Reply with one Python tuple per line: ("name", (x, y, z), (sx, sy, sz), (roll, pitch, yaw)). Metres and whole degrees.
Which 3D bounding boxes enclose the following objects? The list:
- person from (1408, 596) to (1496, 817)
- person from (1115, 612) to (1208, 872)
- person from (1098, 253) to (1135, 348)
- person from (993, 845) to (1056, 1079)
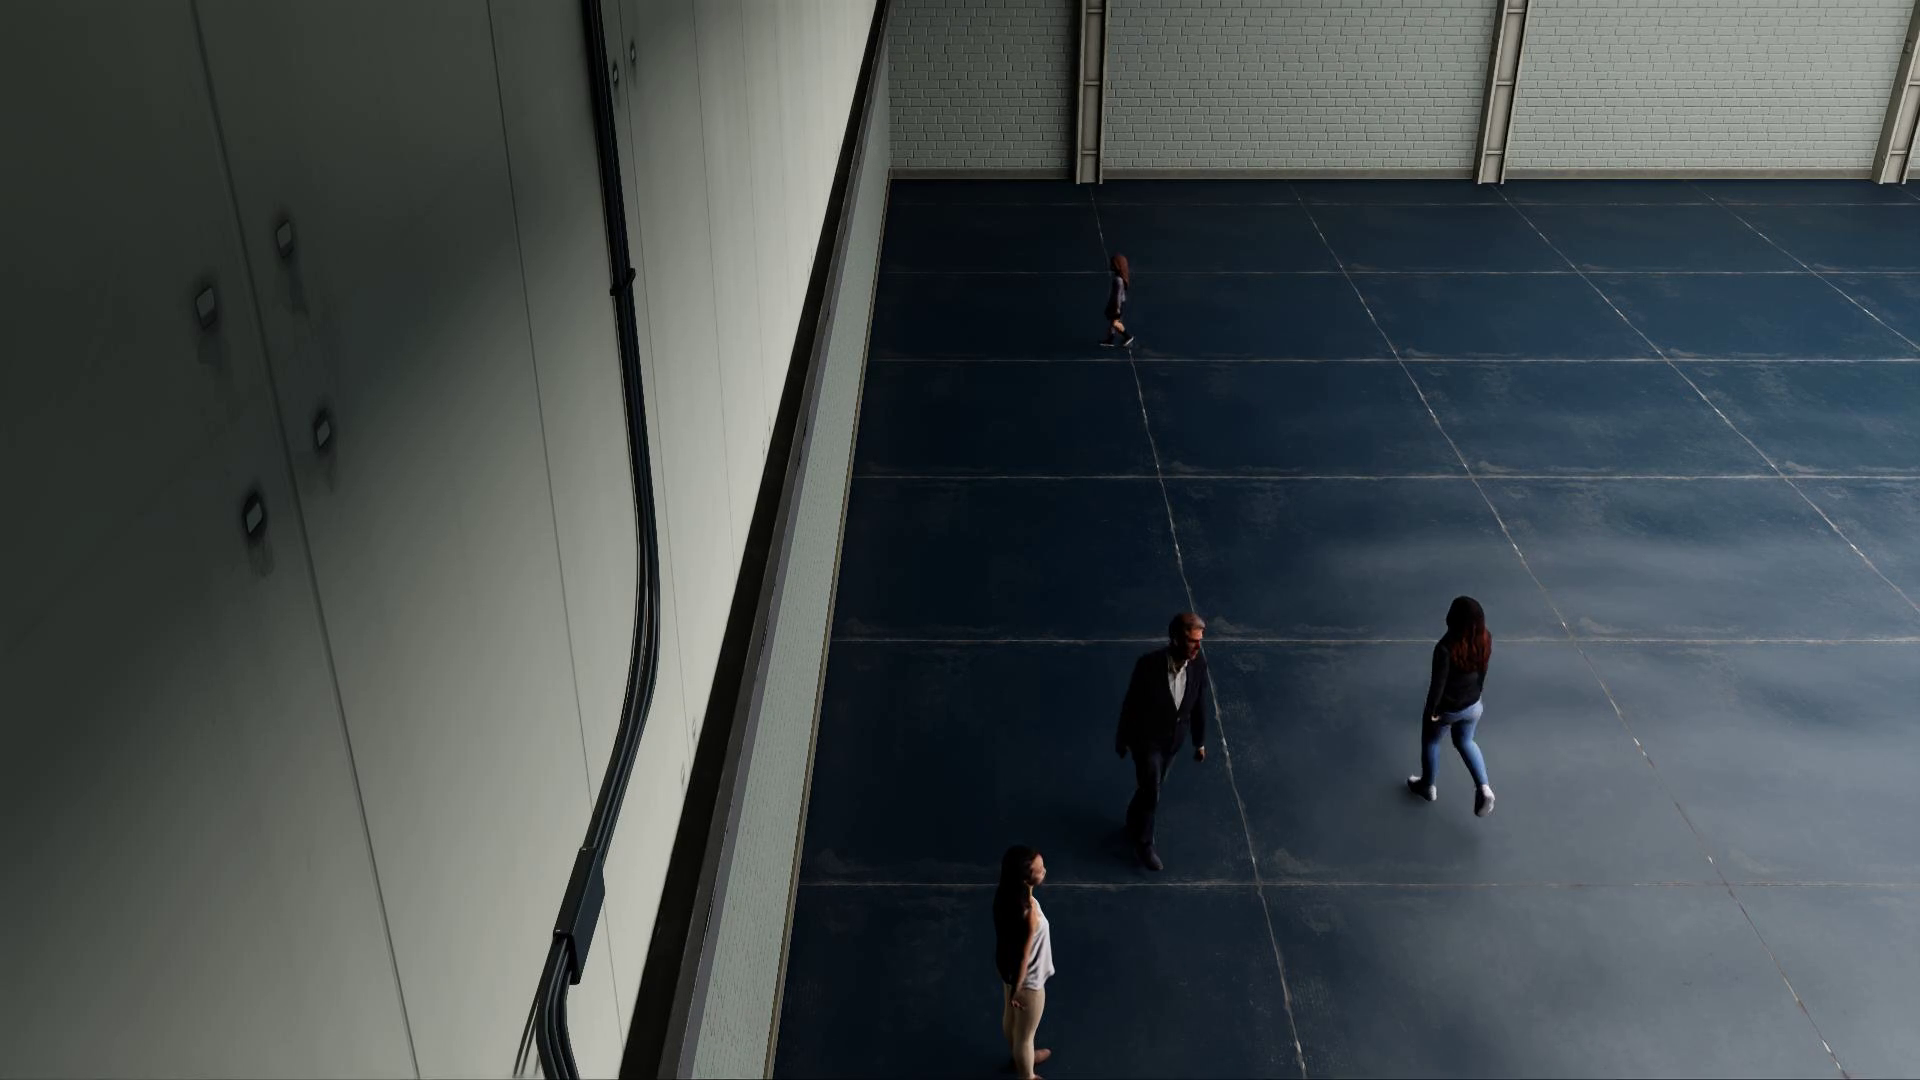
("person", (3.328, 1.130, 11.009), (0.958, 1.611, 0.898), (-11, 30, -19))
("person", (1.236, 1.221, 10.658), (0.889, 1.780, 0.929), (-5, 29, -10))
("person", (1.792, -2.692, 18.726), (0.603, 1.103, 0.471), (0, 28, 1))
("person", (0.317, 2.276, 8.810), (0.677, 1.655, 0.616), (-6, 29, -11))
